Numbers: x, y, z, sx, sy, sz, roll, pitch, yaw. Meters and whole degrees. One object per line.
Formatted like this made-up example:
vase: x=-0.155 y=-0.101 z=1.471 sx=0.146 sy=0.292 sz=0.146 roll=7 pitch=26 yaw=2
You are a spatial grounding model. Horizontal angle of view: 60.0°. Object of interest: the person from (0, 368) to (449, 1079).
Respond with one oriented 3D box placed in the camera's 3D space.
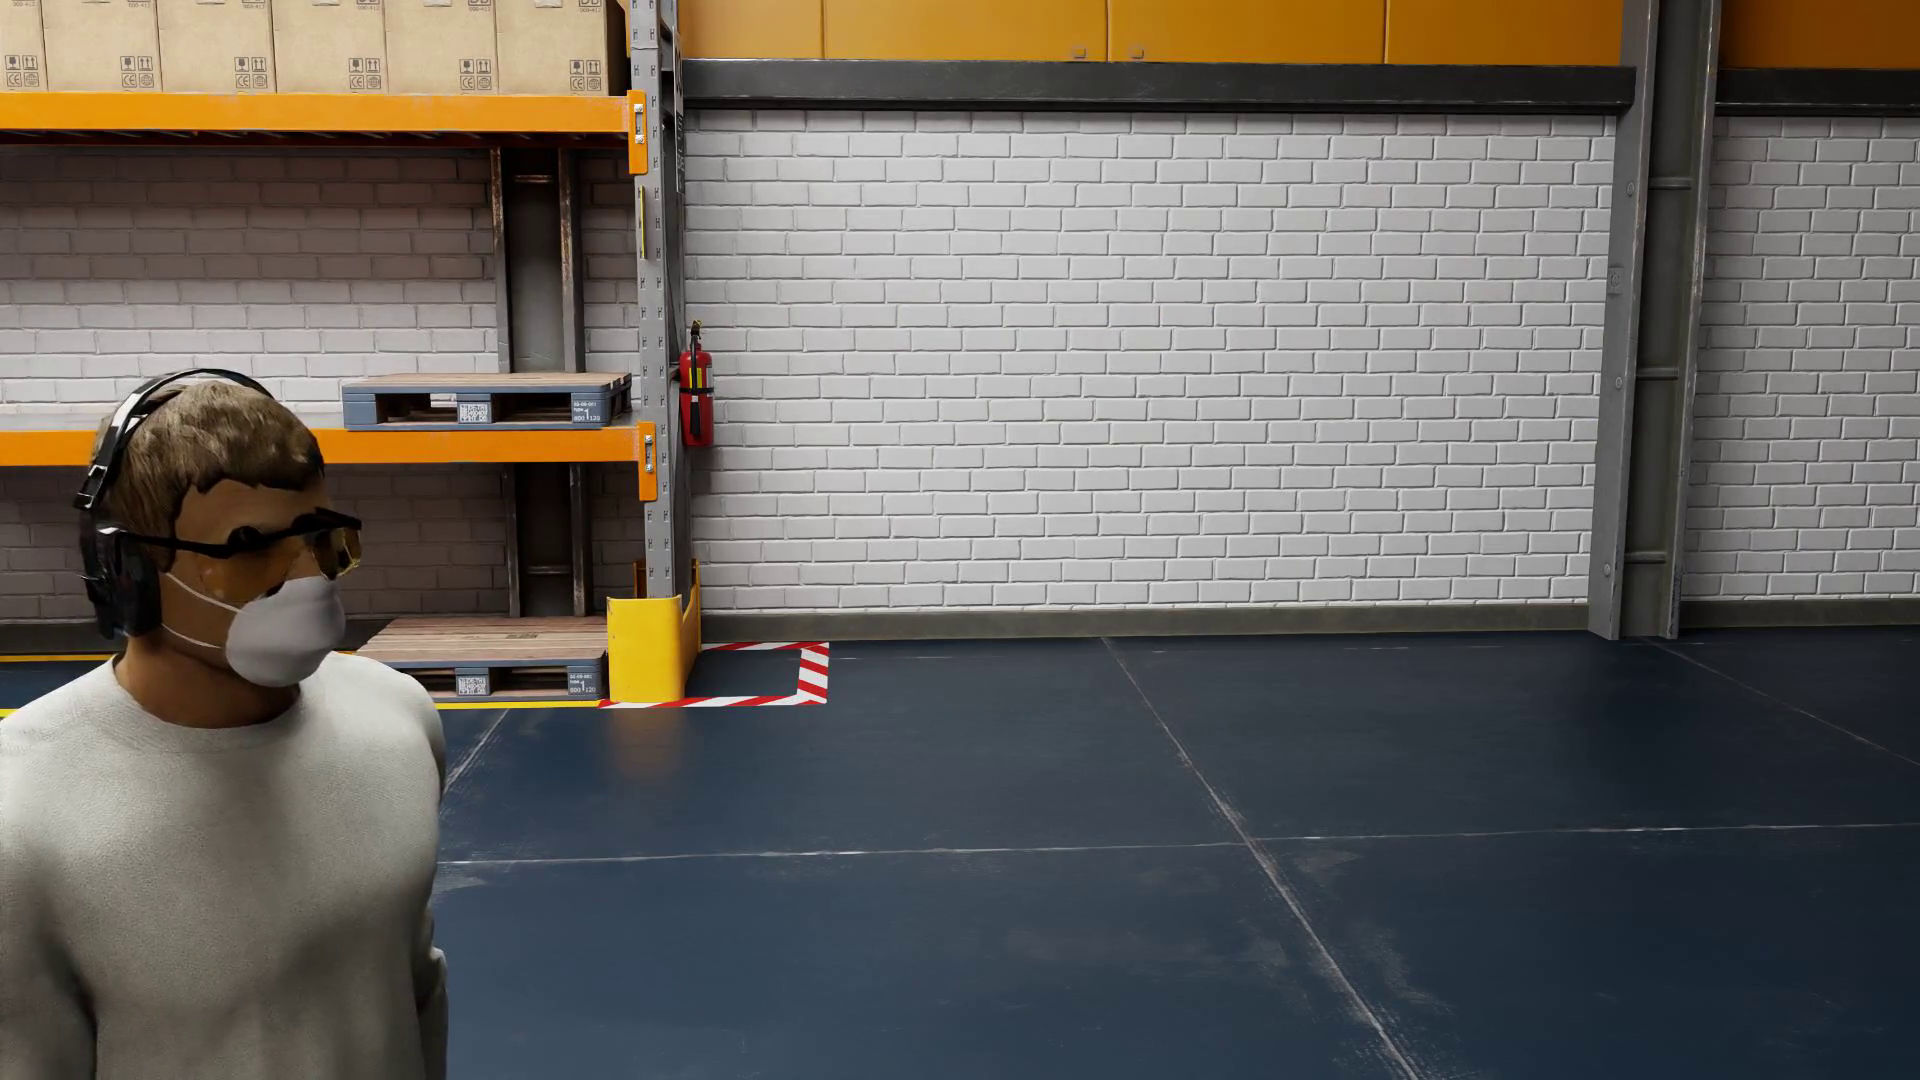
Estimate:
person: x=-0.698 y=0.802 z=1.643 sx=0.354 sy=1.938 sz=0.636 roll=3 pitch=10 yaw=21
